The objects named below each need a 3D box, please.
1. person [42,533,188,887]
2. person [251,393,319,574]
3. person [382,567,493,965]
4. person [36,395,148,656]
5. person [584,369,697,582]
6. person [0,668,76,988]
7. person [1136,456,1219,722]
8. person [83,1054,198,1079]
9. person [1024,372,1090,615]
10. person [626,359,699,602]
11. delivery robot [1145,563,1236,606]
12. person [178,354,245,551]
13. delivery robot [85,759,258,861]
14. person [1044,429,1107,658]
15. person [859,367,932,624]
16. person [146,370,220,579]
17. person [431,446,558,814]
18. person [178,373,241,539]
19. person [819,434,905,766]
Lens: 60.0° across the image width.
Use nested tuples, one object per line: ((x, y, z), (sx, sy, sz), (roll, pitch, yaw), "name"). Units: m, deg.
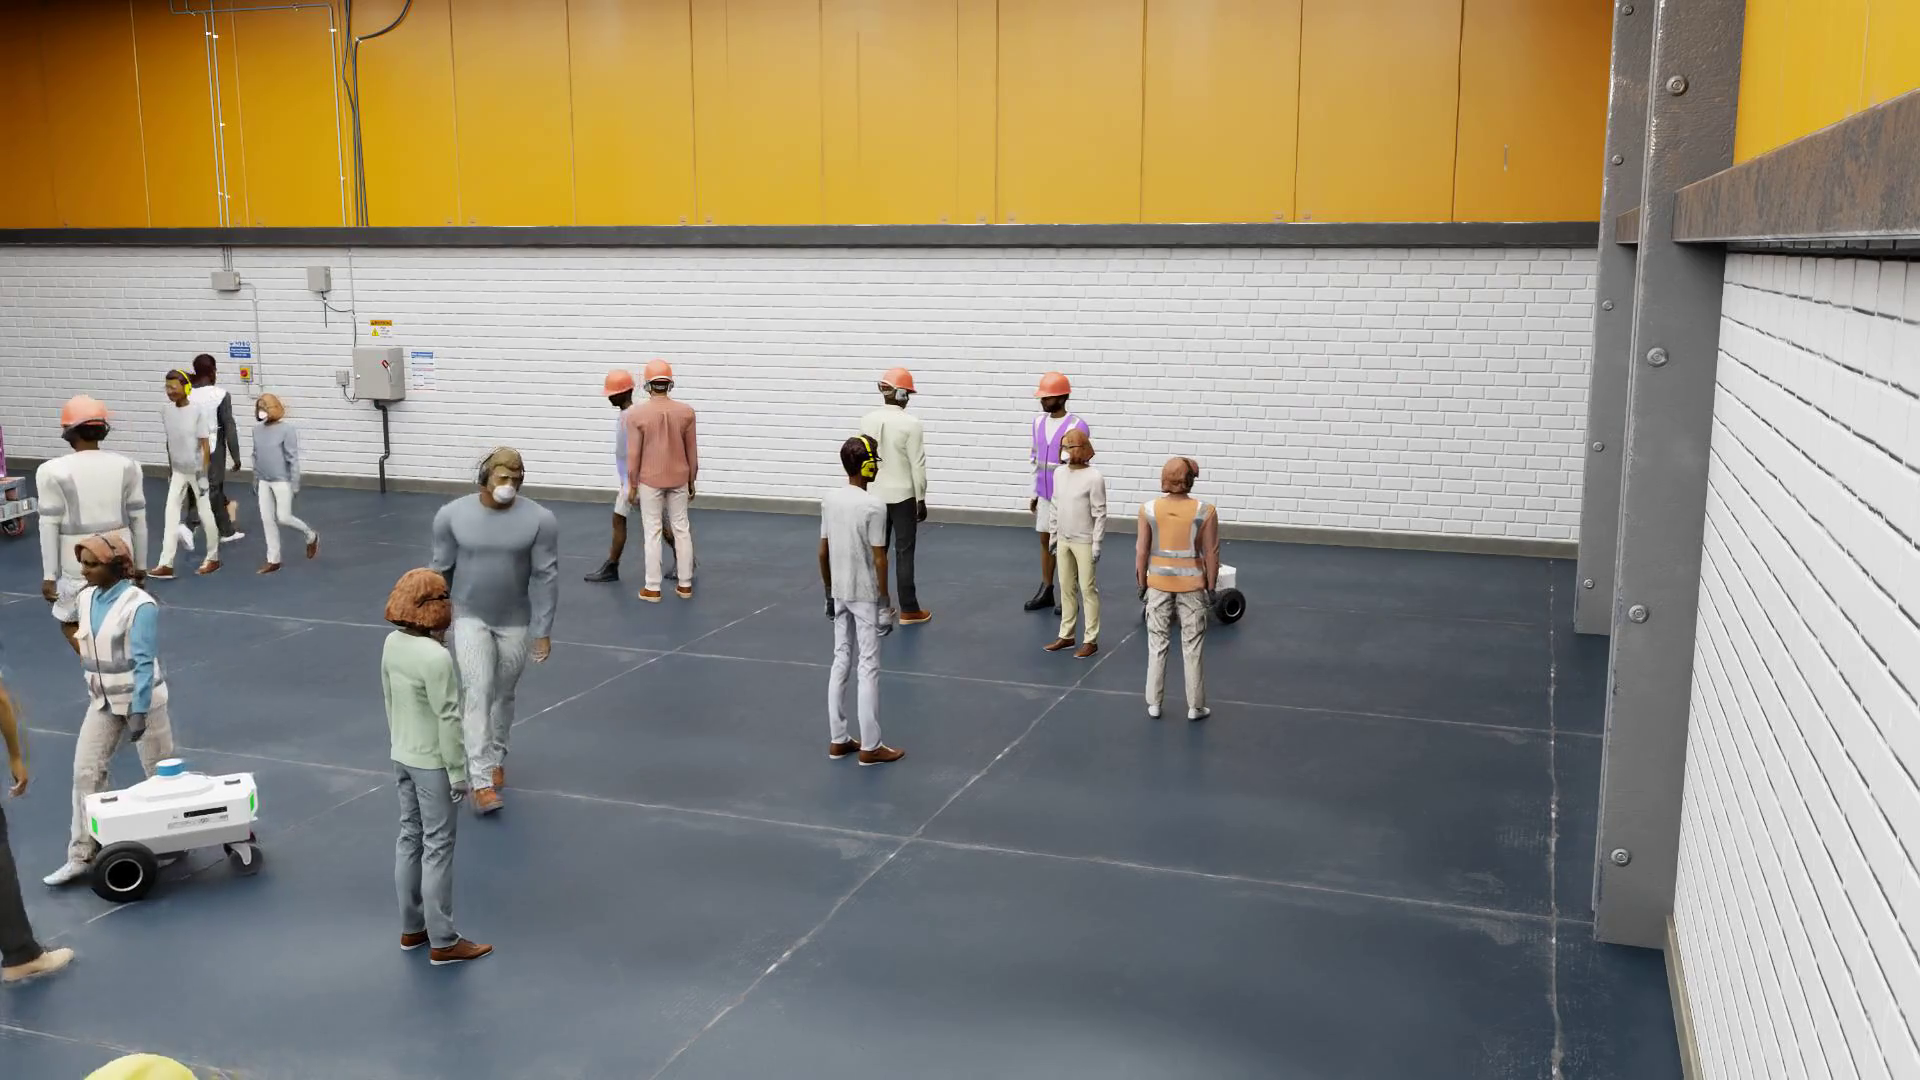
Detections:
((-3.890, 0.783, 7.597), (0.535, 1.609, 0.733), (5, 11, 24), "person")
((-6.112, -0.524, 14.975), (0.506, 1.622, 0.547), (4, 11, 23), "person")
((-2.168, 0.916, 6.806), (0.500, 1.633, 0.280), (10, 14, 43), "person")
((-5.237, 0.137, 10.088), (0.503, 2.026, 0.636), (8, 13, 40), "person")
((-2.770, -0.556, 14.445), (0.957, 1.877, 0.569), (-2, 10, -13), "person")
((-3.910, 0.887, 6.503), (0.699, 1.818, 0.379), (-7, 12, -35), "person")
((1.335, 0.304, 10.245), (0.516, 1.636, 0.314), (3, 11, 18), "person")
((-1.205, 1.607, 2.564), (0.544, 1.751, 0.363), (3, 10, 14), "person")
((0.763, -0.370, 13.202), (0.548, 1.933, 0.375), (9, 14, 42), "person")
((-2.451, -0.487, 13.694), (0.608, 1.995, 0.377), (-6, 12, -30), "person")
((1.783, 0.326, 12.904), (0.707, 0.478, 0.477), (-5, 11, -27), "delivery robot")
((-7.315, -0.857, 16.105), (0.595, 1.887, 0.932), (3, 10, 16), "person")
((-3.628, 1.255, 7.674), (0.707, 0.478, 0.477), (-6, 11, -29), "delivery robot")
((0.823, 0.021, 11.846), (0.265, 1.632, 0.507), (-9, 13, -40), "person")
((-0.501, -0.341, 12.901), (0.610, 1.984, 0.400), (7, 12, 35), "person")
((-6.823, -0.558, 14.533), (0.560, 1.833, 0.886), (2, 10, 14), "person")
((-2.417, 0.452, 8.688), (0.659, 1.890, 0.859), (-4, 11, -19), "person")
((-7.636, -0.871, 16.771), (0.528, 1.661, 0.749), (7, 12, 33), "person")
((-0.575, 0.336, 9.411), (0.512, 1.872, 0.330), (9, 13, 41), "person")
